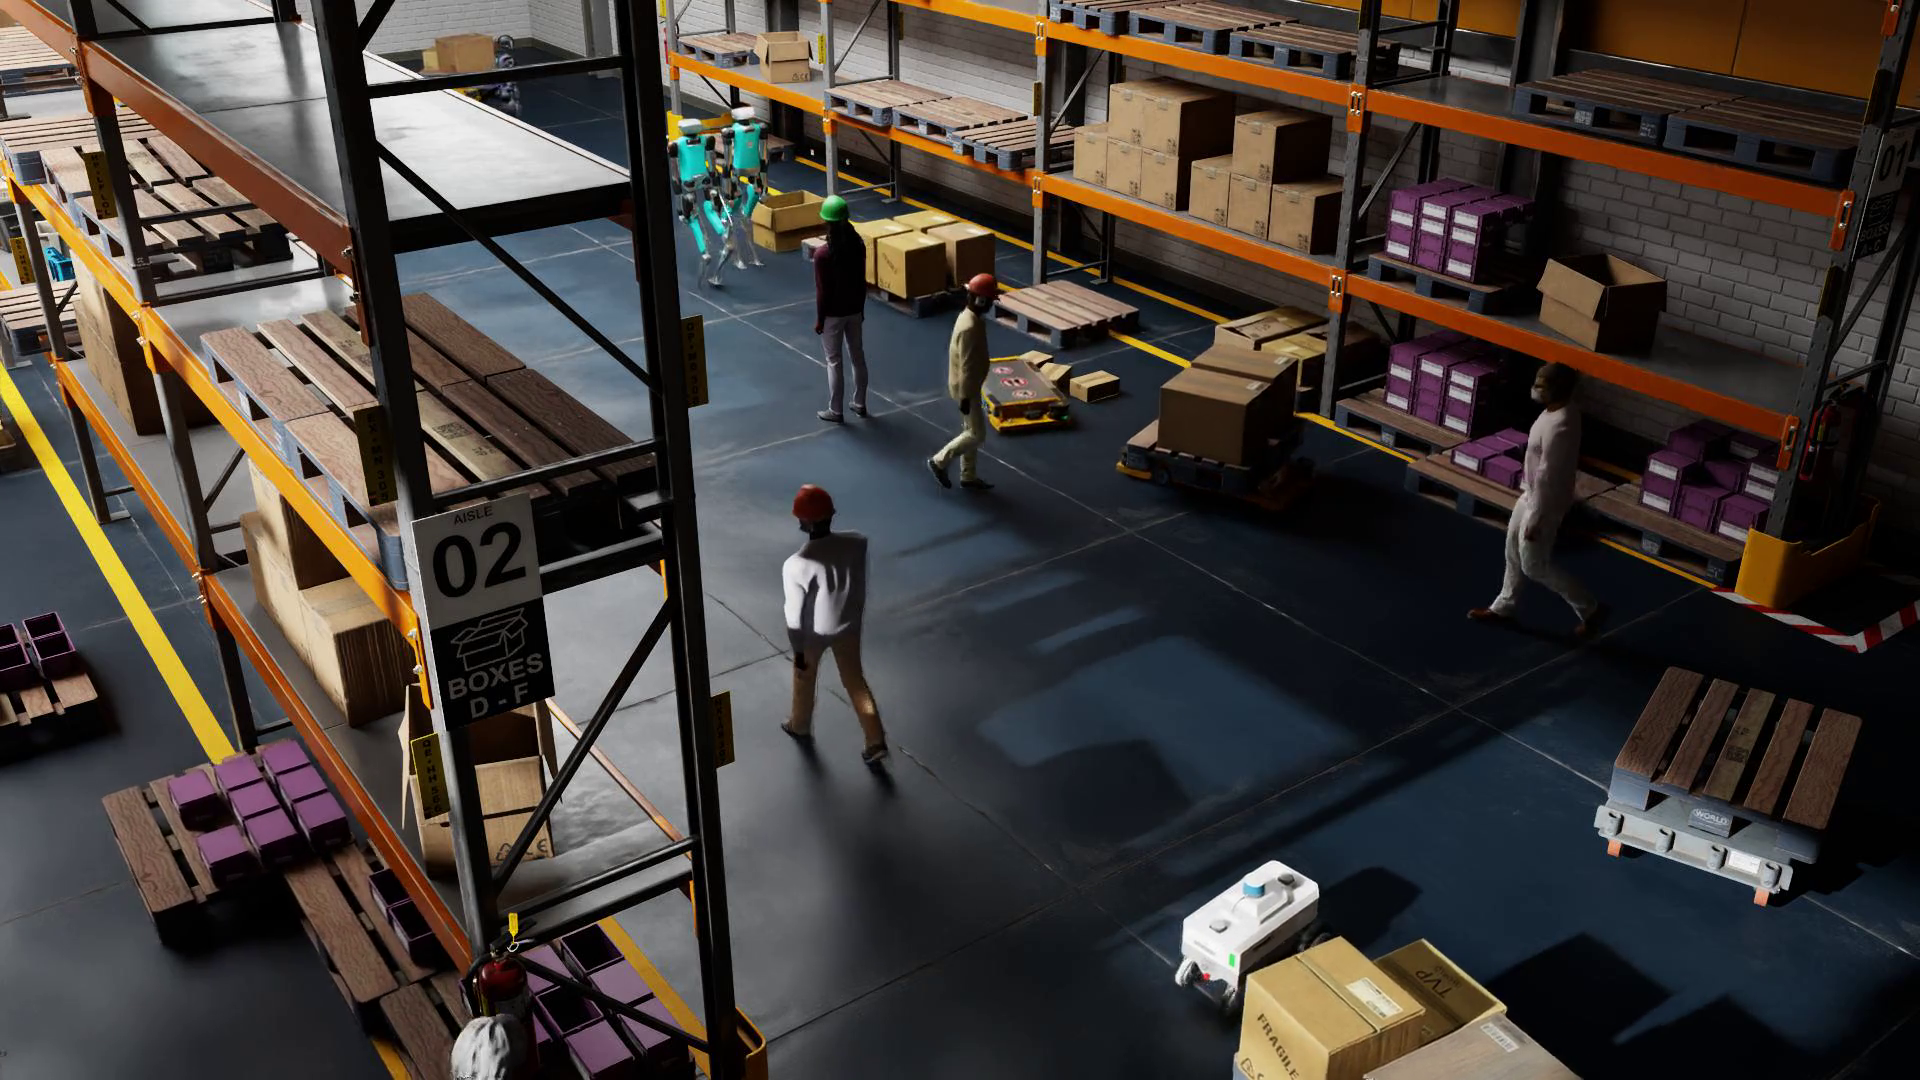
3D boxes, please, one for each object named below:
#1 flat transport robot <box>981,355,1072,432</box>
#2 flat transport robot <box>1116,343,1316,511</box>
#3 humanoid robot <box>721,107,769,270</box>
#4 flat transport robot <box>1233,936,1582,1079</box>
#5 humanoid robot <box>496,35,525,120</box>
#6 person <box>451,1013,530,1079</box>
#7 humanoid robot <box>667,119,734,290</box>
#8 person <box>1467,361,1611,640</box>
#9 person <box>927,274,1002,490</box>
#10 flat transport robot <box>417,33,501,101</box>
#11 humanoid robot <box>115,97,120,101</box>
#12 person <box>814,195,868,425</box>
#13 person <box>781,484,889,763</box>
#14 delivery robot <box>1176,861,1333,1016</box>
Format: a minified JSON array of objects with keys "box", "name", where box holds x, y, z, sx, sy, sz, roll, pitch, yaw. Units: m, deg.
[{"box":[0.440,-1.312,14.596,0.659,0.231,1.431,-8,28,-15],"name":"flat transport robot"},{"box":[2.018,-0.573,13.127,1.431,0.231,0.659,15,31,28],"name":"flat transport robot"},{"box":[-2.374,-3.772,17.875,0.534,1.820,0.671,-17,31,-29],"name":"humanoid robot"},{"box":[1.911,2.561,6.892,1.431,0.231,0.659,-14,30,-26],"name":"flat transport robot"},{"box":[-5.942,-5.899,22.188,0.758,1.625,0.609,-14,30,-26],"name":"humanoid robot"},{"box":[-1.433,2.358,5.582,0.805,1.808,0.542,-10,28,-18],"name":"person"},{"box":[-2.601,-3.368,17.068,0.558,1.800,0.725,-17,31,-30],"name":"humanoid robot"},{"box":[3.804,-0.221,10.610,0.784,1.916,0.633,9,28,18],"name":"person"},{"box":[0.058,-1.178,12.717,0.501,1.709,0.622,3,27,5],"name":"person"},{"box":[-7.731,-7.069,26.048,0.659,0.231,1.431,0,27,1],"name":"flat transport robot"},{"box":[-10.917,-5.555,21.509,0.682,1.634,0.600,-19,32,-33],"name":"humanoid robot"},{"box":[-0.983,-1.914,13.922,0.491,1.953,0.423,-19,32,-33],"name":"person"},{"box":[-0.743,0.477,9.419,0.568,1.723,0.789,-17,31,-30],"name":"person"},{"box":[1.412,1.862,7.986,0.797,0.613,0.499,-23,34,-38],"name":"delivery robot"}]
